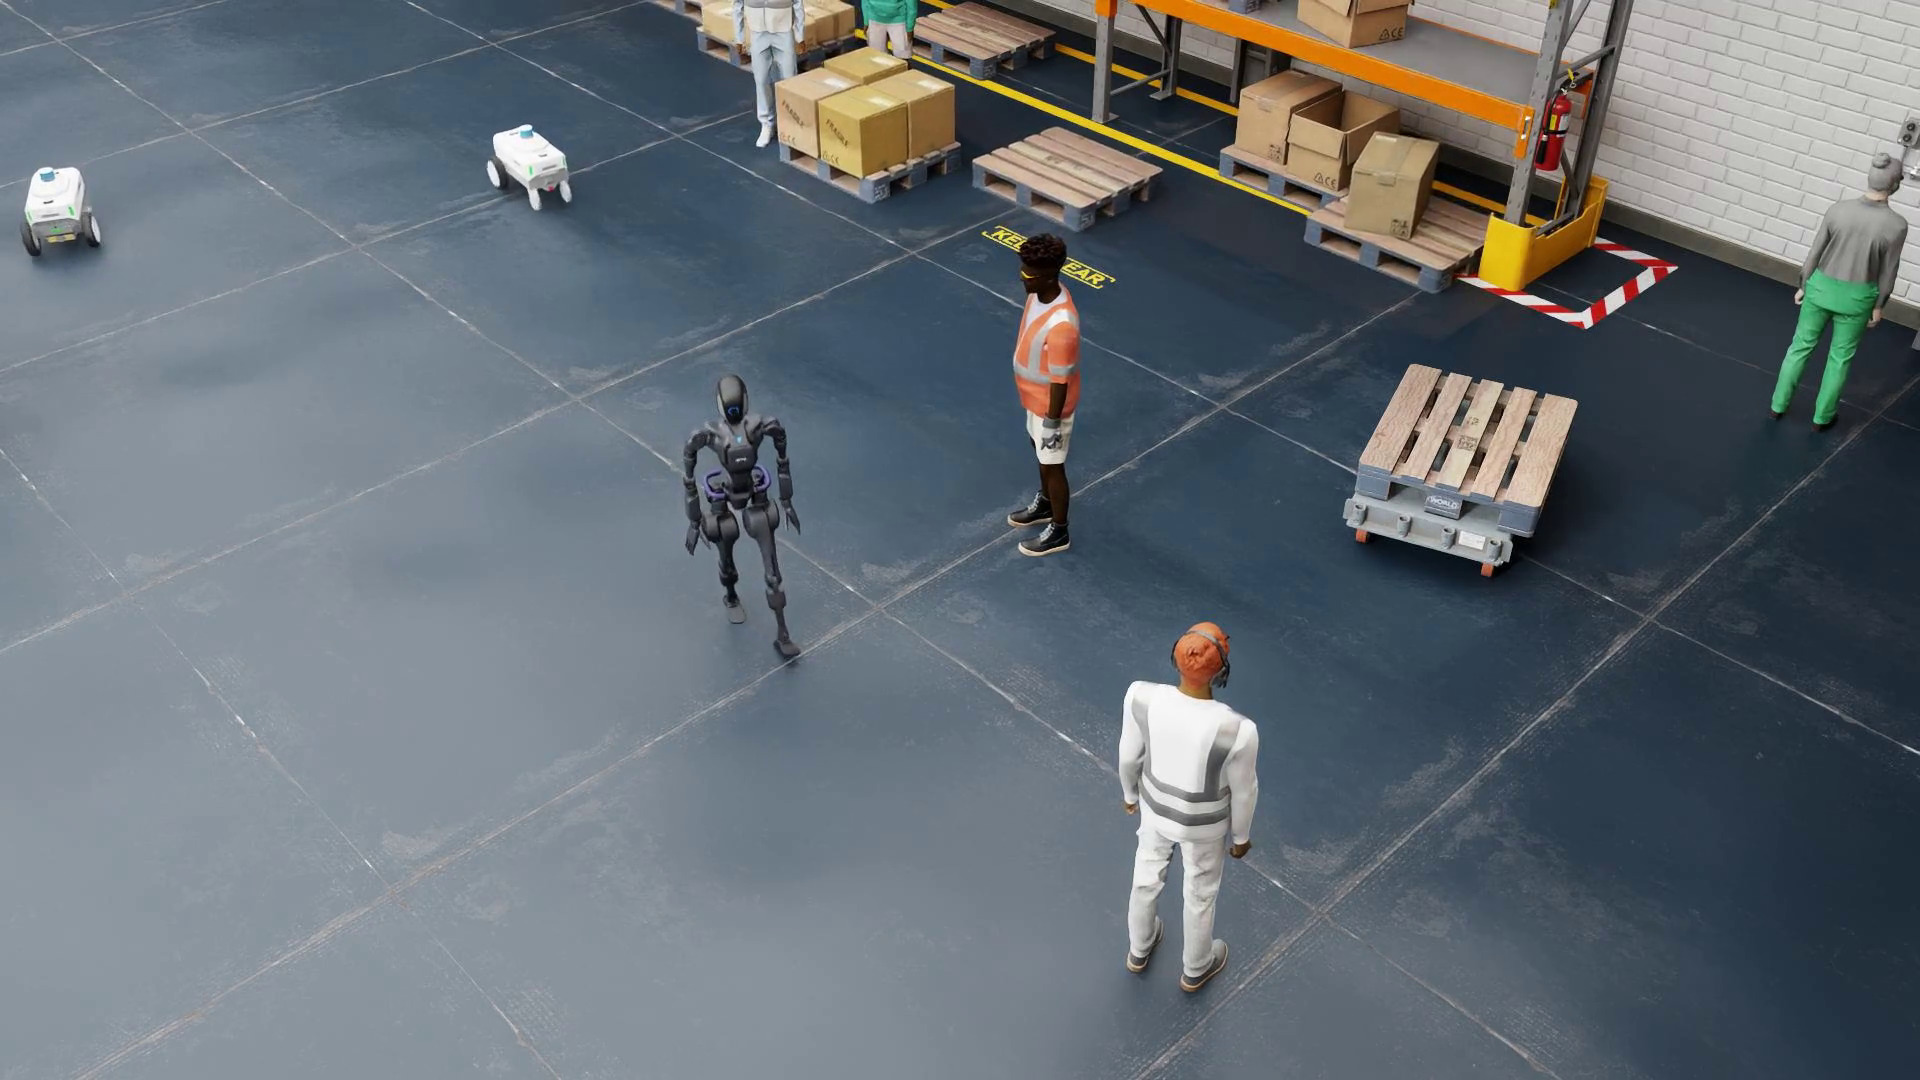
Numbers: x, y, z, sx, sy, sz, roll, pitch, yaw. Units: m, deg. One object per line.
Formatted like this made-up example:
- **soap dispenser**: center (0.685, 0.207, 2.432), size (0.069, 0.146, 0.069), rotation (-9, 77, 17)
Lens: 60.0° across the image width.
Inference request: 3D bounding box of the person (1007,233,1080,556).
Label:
- **person**: center (0.475, -0.799, 9.197), size (0.369, 1.958, 0.596), rotation (-5, 37, -6)

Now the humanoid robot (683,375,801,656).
- **humanoid robot**: center (-1.120, -0.137, 8.568), size (0.613, 1.625, 0.722), rotation (-13, 39, -16)

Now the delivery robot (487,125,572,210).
- **delivery robot**: center (-3.428, -3.024, 13.284), size (0.499, 0.576, 0.768), rotation (-24, 43, -29)

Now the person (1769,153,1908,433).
- **person**: center (5.436, -1.524, 10.244), size (0.520, 1.841, 0.327), rotation (25, 44, 29)

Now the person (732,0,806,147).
- **person**: center (-1.566, -4.183, 13.717), size (0.597, 1.907, 0.410), rotation (1, 37, 1)

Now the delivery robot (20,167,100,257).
- **delivery robot**: center (-6.866, -2.544, 12.657), size (0.499, 0.586, 0.764), rotation (-12, 39, -15)

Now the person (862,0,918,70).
- **person**: center (-0.587, -4.402, 14.058), size (0.496, 1.843, 0.404), rotation (11, 39, 15)

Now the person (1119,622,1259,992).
- **person**: center (0.914, 1.100, 6.739), size (0.572, 1.883, 0.354), rotation (19, 41, 23)
